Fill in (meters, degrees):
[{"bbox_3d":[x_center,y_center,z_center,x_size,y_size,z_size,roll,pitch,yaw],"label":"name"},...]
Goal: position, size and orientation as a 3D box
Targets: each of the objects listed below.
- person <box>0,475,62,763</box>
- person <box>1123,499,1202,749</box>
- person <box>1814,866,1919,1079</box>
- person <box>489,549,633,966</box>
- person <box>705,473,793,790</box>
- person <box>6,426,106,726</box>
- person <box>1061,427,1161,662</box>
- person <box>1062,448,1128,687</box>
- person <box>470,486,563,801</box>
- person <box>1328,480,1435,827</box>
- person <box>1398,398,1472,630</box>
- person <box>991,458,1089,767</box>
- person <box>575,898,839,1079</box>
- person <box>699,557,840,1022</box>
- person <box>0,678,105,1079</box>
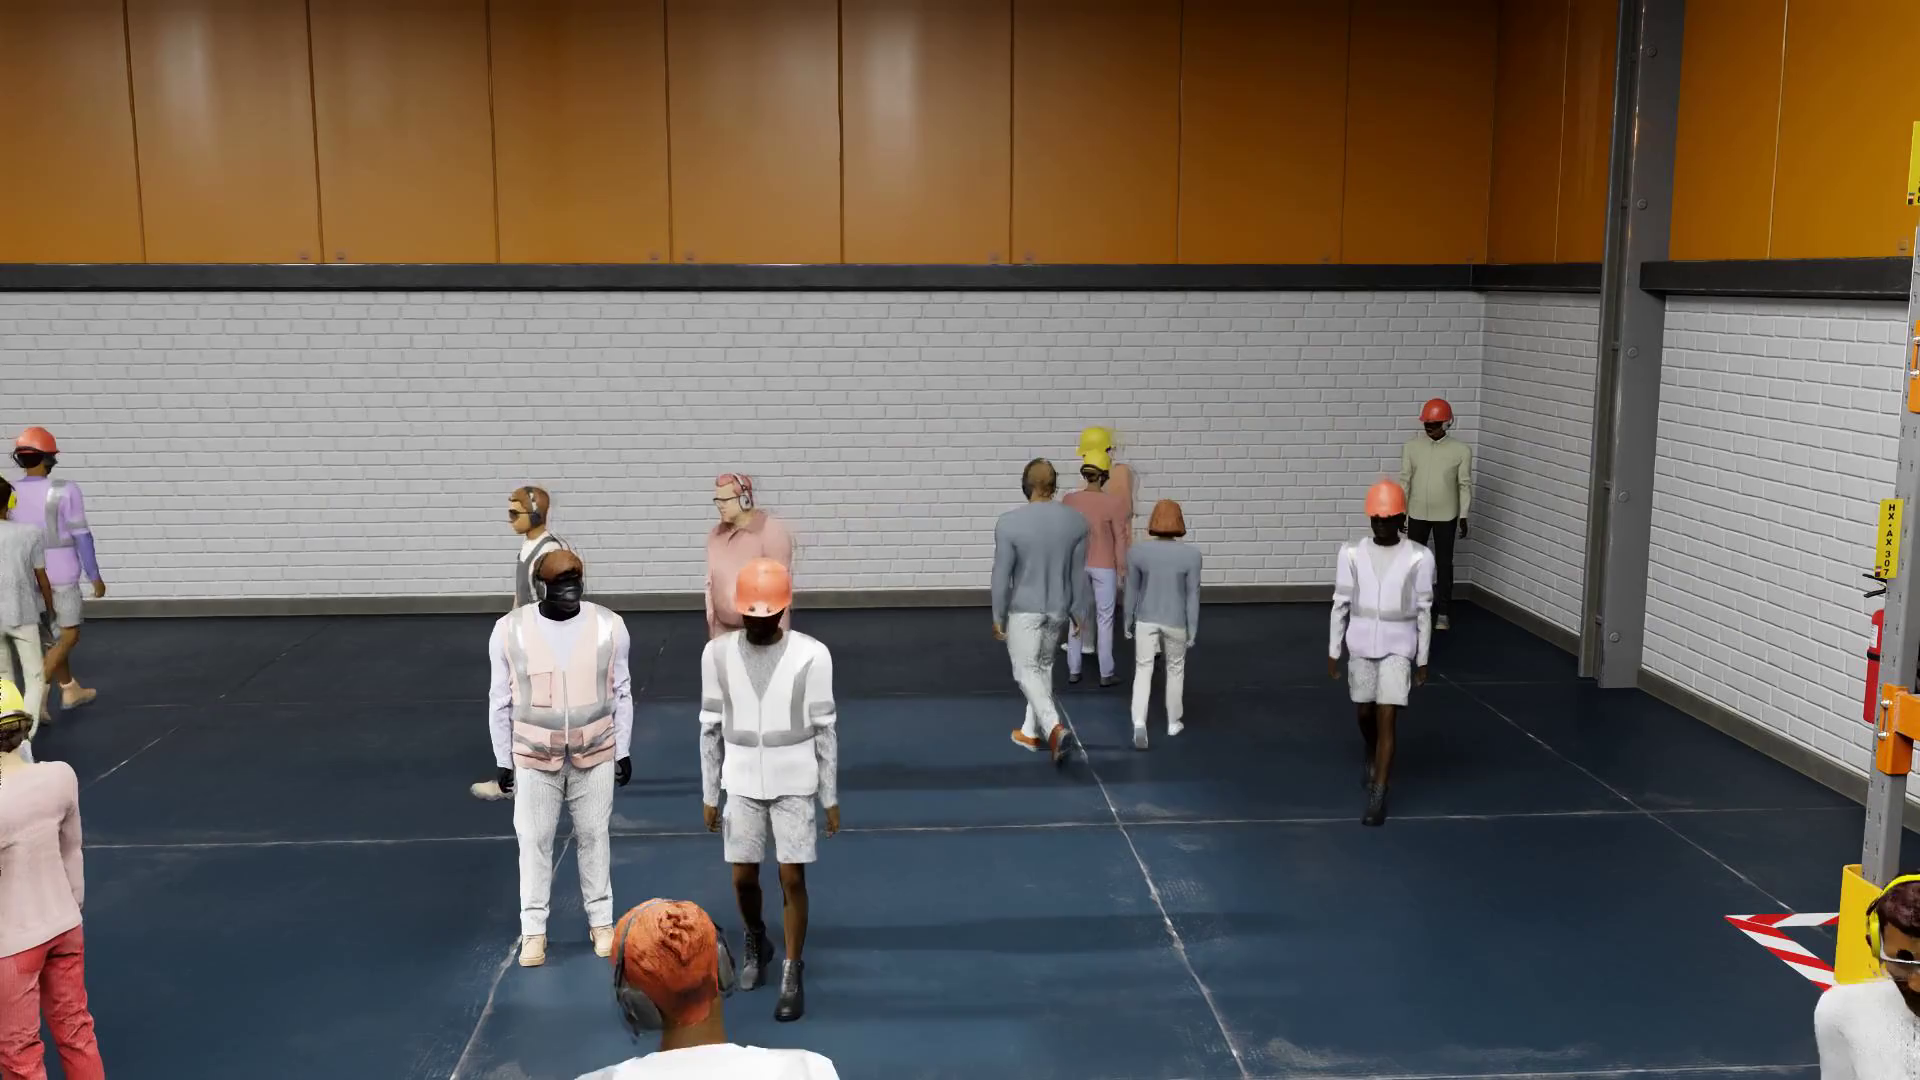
[{"bbox_3d":[-5.760,0.519,10.073,0.527,1.848,0.741,-3,10,-20],"label":"person"},{"bbox_3d":[1.297,0.536,10.743,0.509,1.609,0.791,2,9,14],"label":"person"},{"bbox_3d":[2.139,1.555,3.578,0.584,1.837,0.636,8,12,41],"label":"person"},{"bbox_3d":[-1.755,0.950,7.366,0.626,1.847,0.429,-3,10,-18],"label":"person"},{"bbox_3d":[-1.238,0.529,9.881,0.661,1.883,0.538,6,11,35],"label":"person"},{"bbox_3d":[-6.227,0.235,11.330,0.627,2.016,0.926,2,9,11],"label":"person"},{"bbox_3d":[1.208,0.040,13.024,0.619,1.866,0.955,-8,12,-41],"label":"person"},{"bbox_3d":[1.000,0.204,12.300,0.531,1.765,0.329,5,10,27],"label":"person"},{"bbox_3d":[-2.570,0.596,9.667,0.787,1.820,0.524,-4,10,-21],"label":"person"},{"bbox_3d":[2.400,0.588,9.482,0.557,1.901,0.946,4,10,26],"label":"person"},{"bbox_3d":[4.057,-0.222,14.272,0.611,1.990,0.392,5,10,27],"label":"person"},{"bbox_3d":[0.515,0.446,10.341,0.638,1.914,0.850,-4,10,-24],"label":"person"},{"bbox_3d":[-0.476,1.608,3.201,0.610,1.857,0.566,0,9,-1],"label":"person"},{"bbox_3d":[-0.781,0.997,6.843,0.571,1.933,0.492,1,9,5],"label":"person"},{"bbox_3d":[-3.064,1.302,5.407,0.328,1.765,0.528,2,9,14],"label":"person"}]
